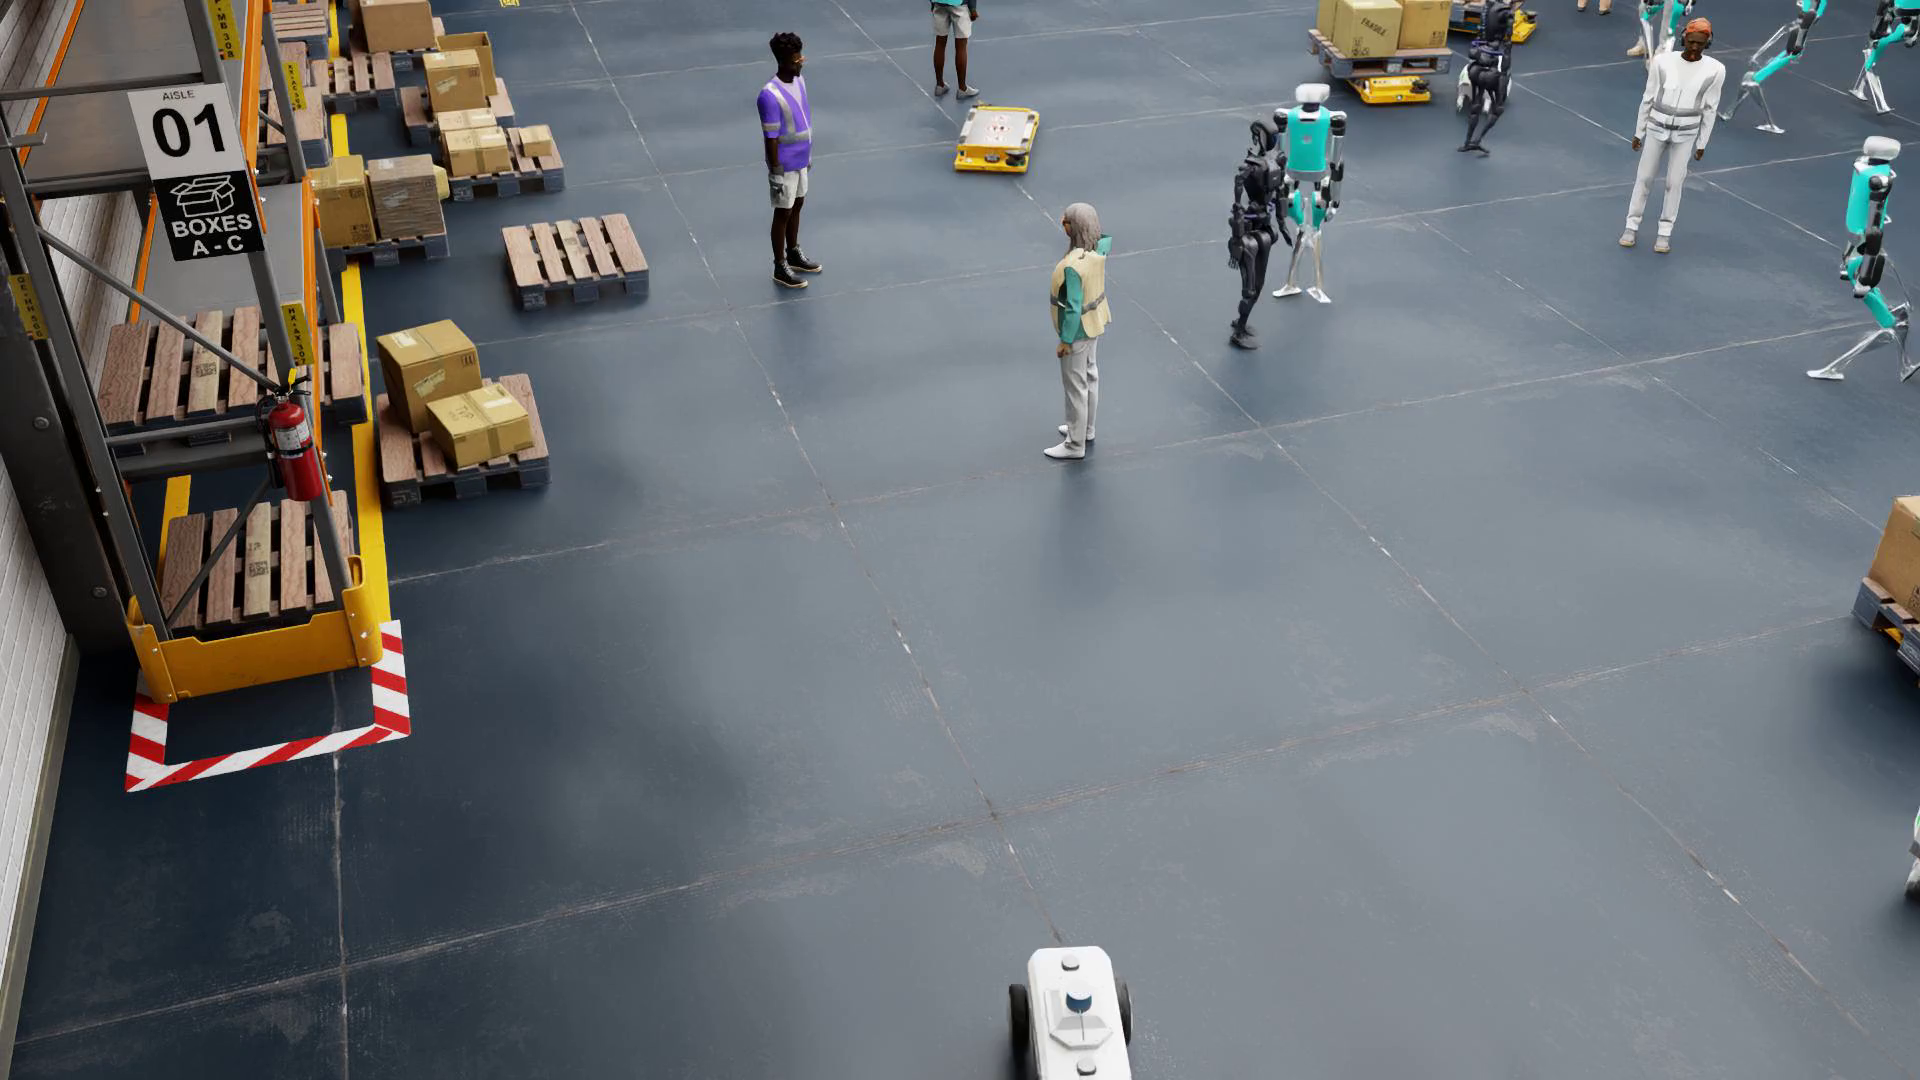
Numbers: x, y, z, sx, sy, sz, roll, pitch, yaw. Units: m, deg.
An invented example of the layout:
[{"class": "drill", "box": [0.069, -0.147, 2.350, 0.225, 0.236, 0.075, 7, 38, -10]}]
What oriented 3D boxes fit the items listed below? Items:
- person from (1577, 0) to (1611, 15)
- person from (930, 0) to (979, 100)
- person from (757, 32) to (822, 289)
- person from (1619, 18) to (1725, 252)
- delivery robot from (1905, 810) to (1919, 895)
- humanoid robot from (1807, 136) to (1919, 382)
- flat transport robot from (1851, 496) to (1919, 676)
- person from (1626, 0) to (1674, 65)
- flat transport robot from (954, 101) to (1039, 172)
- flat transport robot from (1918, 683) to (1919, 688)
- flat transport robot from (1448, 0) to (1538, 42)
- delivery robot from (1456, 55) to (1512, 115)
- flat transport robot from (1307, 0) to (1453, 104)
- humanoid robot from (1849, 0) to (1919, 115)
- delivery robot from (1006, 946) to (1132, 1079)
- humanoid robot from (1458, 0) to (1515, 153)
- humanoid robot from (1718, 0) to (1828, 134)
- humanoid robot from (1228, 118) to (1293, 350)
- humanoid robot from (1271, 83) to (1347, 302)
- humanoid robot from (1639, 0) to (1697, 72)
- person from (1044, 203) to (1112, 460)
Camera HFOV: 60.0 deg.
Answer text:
[{"class": "person", "box": [7.497, -6.952, 19.241, 0.472, 1.669, 0.389, 19, 38, 27]}, {"class": "person", "box": [-0.086, -5.367, 16.558, 0.552, 1.943, 0.418, 17, 37, 24]}, {"class": "person", "box": [-1.307, -2.927, 12.800, 0.365, 1.958, 0.611, 11, 35, 16]}, {"class": "person", "box": [5.725, -3.252, 13.376, 0.573, 1.880, 0.361, 15, 36, 22]}, {"class": "delivery robot", "box": [4.601, 1.466, 7.341, 0.525, 0.587, 0.754, -16, 36, -23]}, {"class": "humanoid robot", "box": [6.418, -1.842, 11.371, 0.932, 1.797, 0.559, 7, 34, 10]}, {"class": "flat transport robot", "box": [5.517, 0.680, 8.815, 0.659, 0.231, 1.431, -6, 34, -8]}, {"class": "person", "box": [7.450, -5.970, 17.565, 0.387, 1.865, 0.482, -19, 38, -26]}, {"class": "flat transport robot", "box": [0.362, -3.806, 15.697, 0.659, 0.231, 1.431, 4, 33, 6]}, {"class": "flat transport robot", "box": [5.839, 0.768, 8.680, 1.431, 0.231, 0.659, -10, 34, -15]}, {"class": "flat transport robot", "box": [5.795, -5.950, 18.984, 1.431, 0.231, 0.659, 17, 37, 24]}, {"class": "delivery robot", "box": [5.253, -4.639, 16.717, 0.499, 0.601, 0.775, 15, 36, 21]}, {"class": "flat transport robot", "box": [4.332, -4.866, 17.321, 0.659, 0.231, 1.431, -4, 33, -6]}, {"class": "humanoid robot", "box": [9.045, -5.018, 16.207, 0.535, 1.725, 1.029, -3, 33, -5]}, {"class": "delivery robot", "box": [0.459, 1.960, 6.570, 0.499, 0.572, 0.747, -2, 33, -3]}, {"class": "humanoid robot", "box": [4.856, -4.373, 15.282, 0.326, 1.651, 0.593, -8, 34, -11]}, {"class": "humanoid robot", "box": [7.740, -4.752, 15.868, 0.851, 1.854, 0.550, 16, 36, 23]}, {"class": "humanoid robot", "box": [2.166, -2.212, 11.964, 0.591, 1.660, 0.422, -26, 41, -34]}, {"class": "humanoid robot", "box": [2.614, -2.640, 12.542, 0.552, 1.755, 0.749, 9, 34, 14]}, {"class": "humanoid robot", "box": [7.288, -5.609, 17.135, 0.544, 1.783, 0.835, 8, 34, 12]}, {"class": "person", "box": [0.764, -1.317, 10.558, 0.362, 1.709, 0.472, 12, 35, 18]}]
